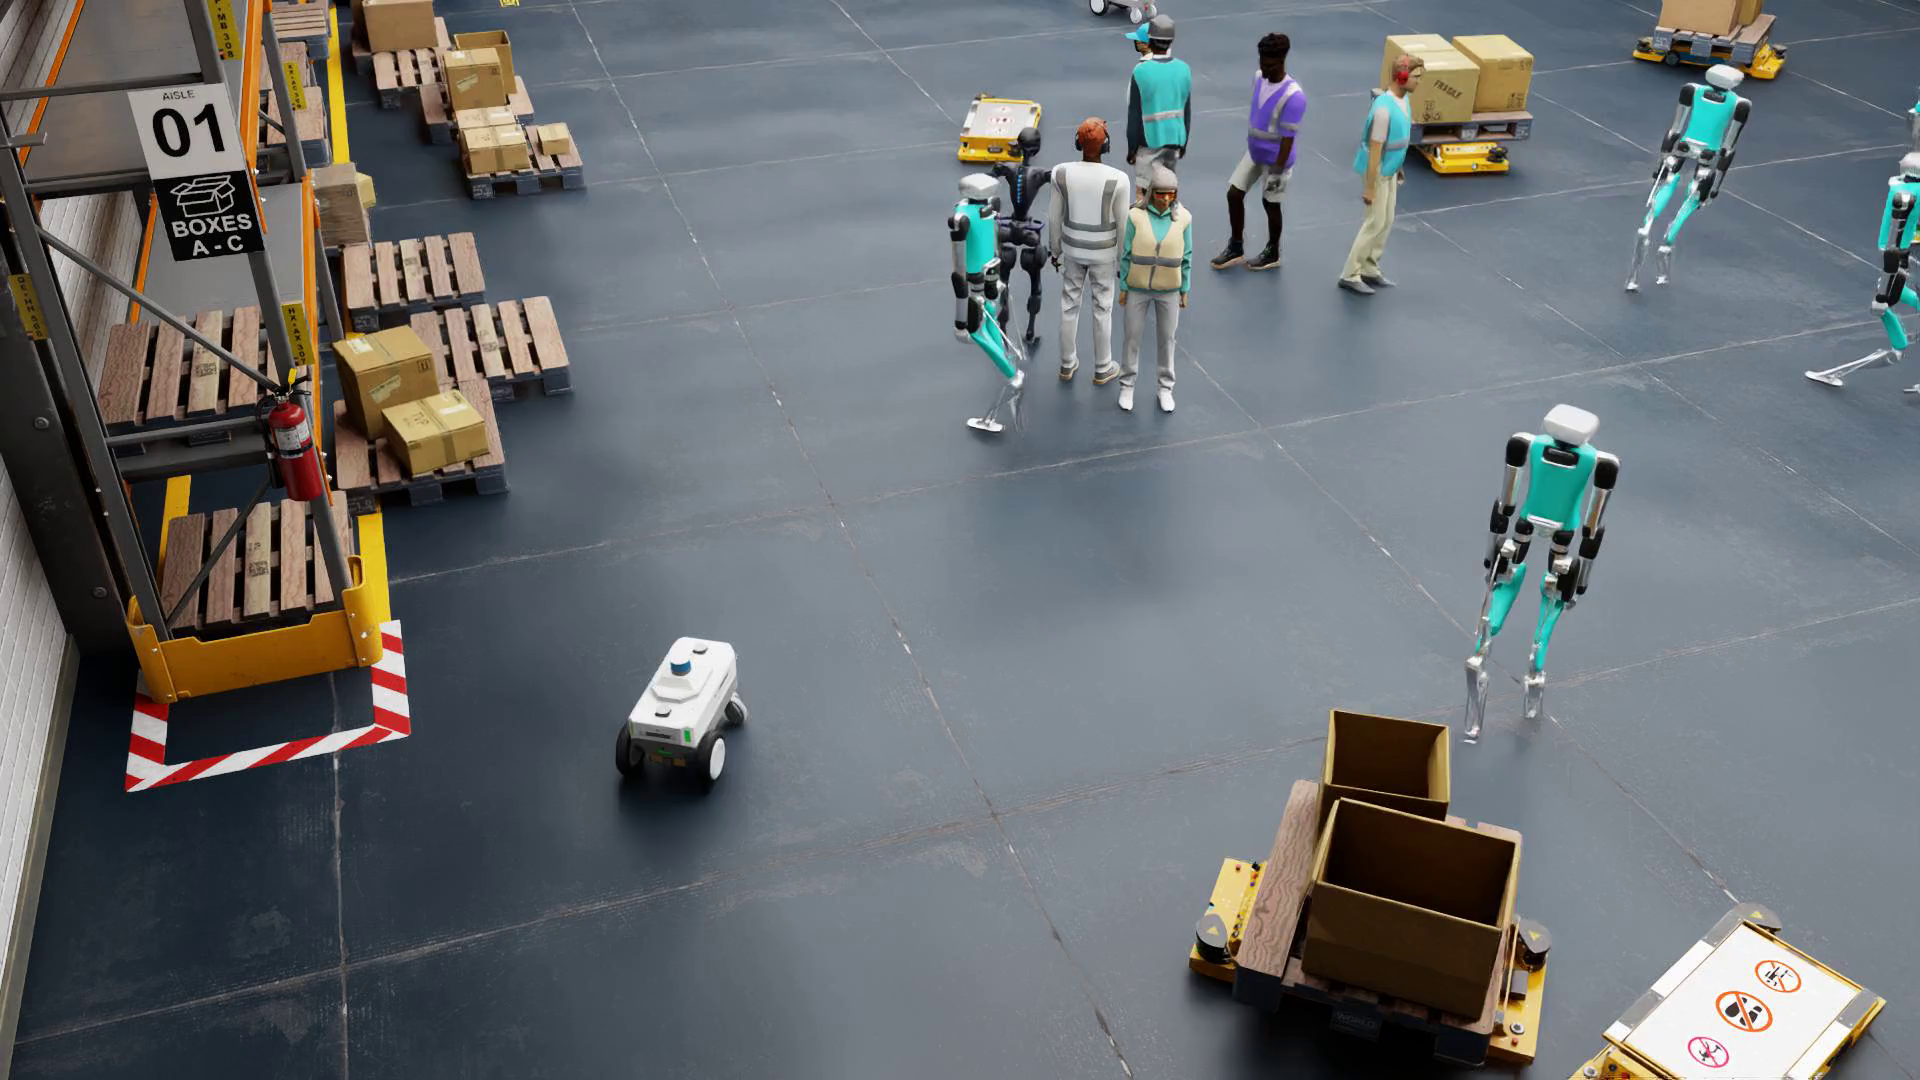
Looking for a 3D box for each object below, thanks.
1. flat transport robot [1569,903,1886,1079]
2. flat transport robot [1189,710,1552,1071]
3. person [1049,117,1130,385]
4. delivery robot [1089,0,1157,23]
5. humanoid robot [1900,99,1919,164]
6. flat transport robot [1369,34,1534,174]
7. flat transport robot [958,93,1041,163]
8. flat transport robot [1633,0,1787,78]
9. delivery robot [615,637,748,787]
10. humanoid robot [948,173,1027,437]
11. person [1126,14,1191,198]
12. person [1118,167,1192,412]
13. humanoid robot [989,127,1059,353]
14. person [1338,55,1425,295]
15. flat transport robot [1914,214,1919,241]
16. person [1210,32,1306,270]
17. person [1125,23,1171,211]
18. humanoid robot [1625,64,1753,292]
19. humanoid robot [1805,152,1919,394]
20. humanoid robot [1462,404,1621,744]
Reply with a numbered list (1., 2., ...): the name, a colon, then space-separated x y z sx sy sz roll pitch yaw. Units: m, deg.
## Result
1. flat transport robot: 3.118 2.033 6.741 1.431 0.231 0.659 -26 41 -33
2. flat transport robot: 1.764 1.764 7.153 1.431 0.231 0.659 12 35 18
3. person: 0.887 -1.963 11.391 0.573 1.884 0.355 12 35 18
4. delivery robot: 1.922 -6.368 19.361 0.499 0.592 0.774 -28 42 -35
5. humanoid robot: 8.663 -3.873 14.495 0.532 1.756 1.015 -9 34 -14
6. flat transport robot: 4.585 -3.800 15.687 0.659 0.231 1.431 -4 33 -6
7. flat transport robot: 0.391 -3.933 15.890 0.659 0.231 1.431 4 33 6
8. flat transport robot: 8.070 -5.245 17.902 1.431 0.231 0.659 19 38 26
9. delivery robot: -1.367 0.831 8.315 0.524 0.586 0.736 7 34 11
10. humanoid robot: 0.269 -1.400 10.769 0.696 1.911 0.554 16 37 23
11. person: 1.569 -3.192 13.264 0.556 1.902 0.607 -14 36 -20
12. person: 1.295 -1.675 11.112 0.468 1.707 0.370 2 33 3
13. humanoid robot: 0.416 -2.121 11.826 0.608 1.649 0.310 8 34 12
14. person: 3.227 -2.790 12.734 0.426 1.829 0.629 16 36 23
15. flat transport robot: 8.656 -2.683 13.973 1.431 0.231 0.659 2 33 3
16. person: 2.312 -2.958 12.868 0.728 1.931 0.634 -15 36 -22
17. person: 1.528 -3.473 13.898 0.374 1.675 0.462 6 34 9
18. humanoid robot: 5.378 -2.648 12.602 0.962 1.756 0.567 -24 40 -31
19. humanoid robot: 6.459 -1.682 11.140 1.034 1.766 0.534 17 37 24
20. humanoid robot: 2.761 0.263 8.142 0.534 1.784 0.785 18 37 25
